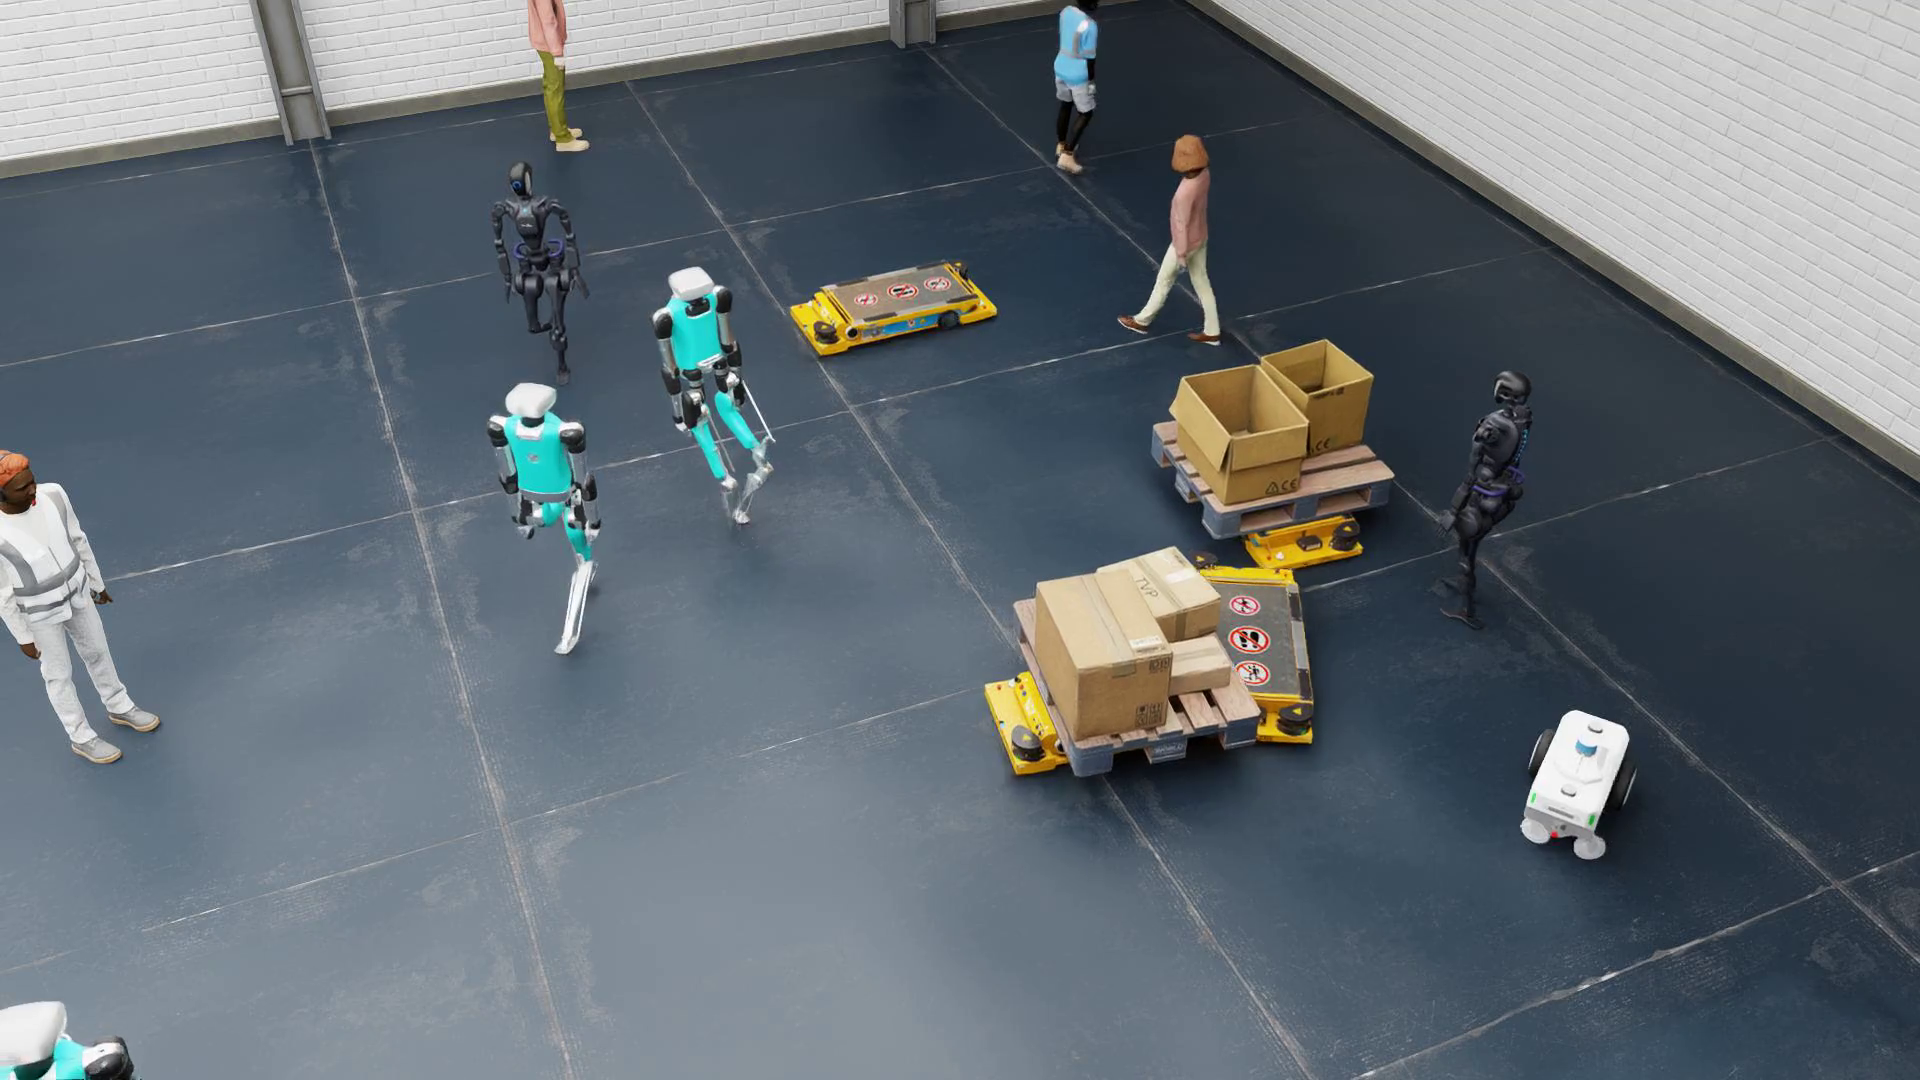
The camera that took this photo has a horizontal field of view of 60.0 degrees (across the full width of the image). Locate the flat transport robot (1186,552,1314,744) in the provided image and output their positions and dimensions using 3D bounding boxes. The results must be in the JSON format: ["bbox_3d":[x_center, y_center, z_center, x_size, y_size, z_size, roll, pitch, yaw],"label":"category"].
[{"bbox_3d":[1.627,0.595,9.498,0.659,0.231,1.431,3,38,4],"label":"flat transport robot"}]

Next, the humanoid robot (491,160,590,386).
[{"bbox_3d":[-2.892,-1.912,11.615,0.600,1.642,0.539,-2,38,-2],"label":"humanoid robot"}]

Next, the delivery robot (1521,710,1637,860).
[{"bbox_3d":[3.148,1.213,8.460,0.517,0.595,0.767,20,42,24],"label":"delivery robot"}]

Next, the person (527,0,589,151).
[{"bbox_3d":[-3.597,-4.347,14.649,0.367,1.834,0.520,-11,39,-14],"label":"person"}]

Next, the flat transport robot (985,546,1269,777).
[{"bbox_3d":[0.908,0.881,9.126,1.431,0.231,0.659,-9,38,-11],"label":"flat transport robot"}]

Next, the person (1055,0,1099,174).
[{"bbox_3d":[0.956,-4.021,14.354,0.441,1.676,0.628,-19,41,-22],"label":"person"}]

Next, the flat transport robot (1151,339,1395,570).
[{"bbox_3d":[1.948,-0.316,10.685,0.659,0.231,1.431,-11,39,-14],"label":"flat transport robot"}]

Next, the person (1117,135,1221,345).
[{"bbox_3d":[1.593,-2.165,12.001,0.776,1.590,0.516,21,42,25],"label":"person"}]

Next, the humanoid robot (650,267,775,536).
[{"bbox_3d":[-1.433,-0.711,10.092,0.550,1.913,0.705,-28,45,-31],"label":"humanoid robot"}]

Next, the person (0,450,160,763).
[{"bbox_3d":[-4.618,0.334,8.520,0.361,1.880,0.573,14,40,17],"label":"person"}]

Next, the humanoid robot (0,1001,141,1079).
[{"bbox_3d":[-3.179,2.156,6.278,0.543,1.798,0.814,-9,38,-12],"label":"humanoid robot"}]

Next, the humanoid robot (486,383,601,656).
[{"bbox_3d":[-2.230,-0.236,9.408,0.545,1.745,1.043,4,38,5],"label":"humanoid robot"}]

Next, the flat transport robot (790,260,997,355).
[{"bbox_3d":[-0.502,-1.766,12.572,1.431,0.231,0.659,-15,40,-19],"label":"flat transport robot"}]

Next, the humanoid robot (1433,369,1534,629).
[{"bbox_3d":[2.932,-0.246,9.439,0.608,1.652,0.440,-28,45,-31],"label":"humanoid robot"}]
